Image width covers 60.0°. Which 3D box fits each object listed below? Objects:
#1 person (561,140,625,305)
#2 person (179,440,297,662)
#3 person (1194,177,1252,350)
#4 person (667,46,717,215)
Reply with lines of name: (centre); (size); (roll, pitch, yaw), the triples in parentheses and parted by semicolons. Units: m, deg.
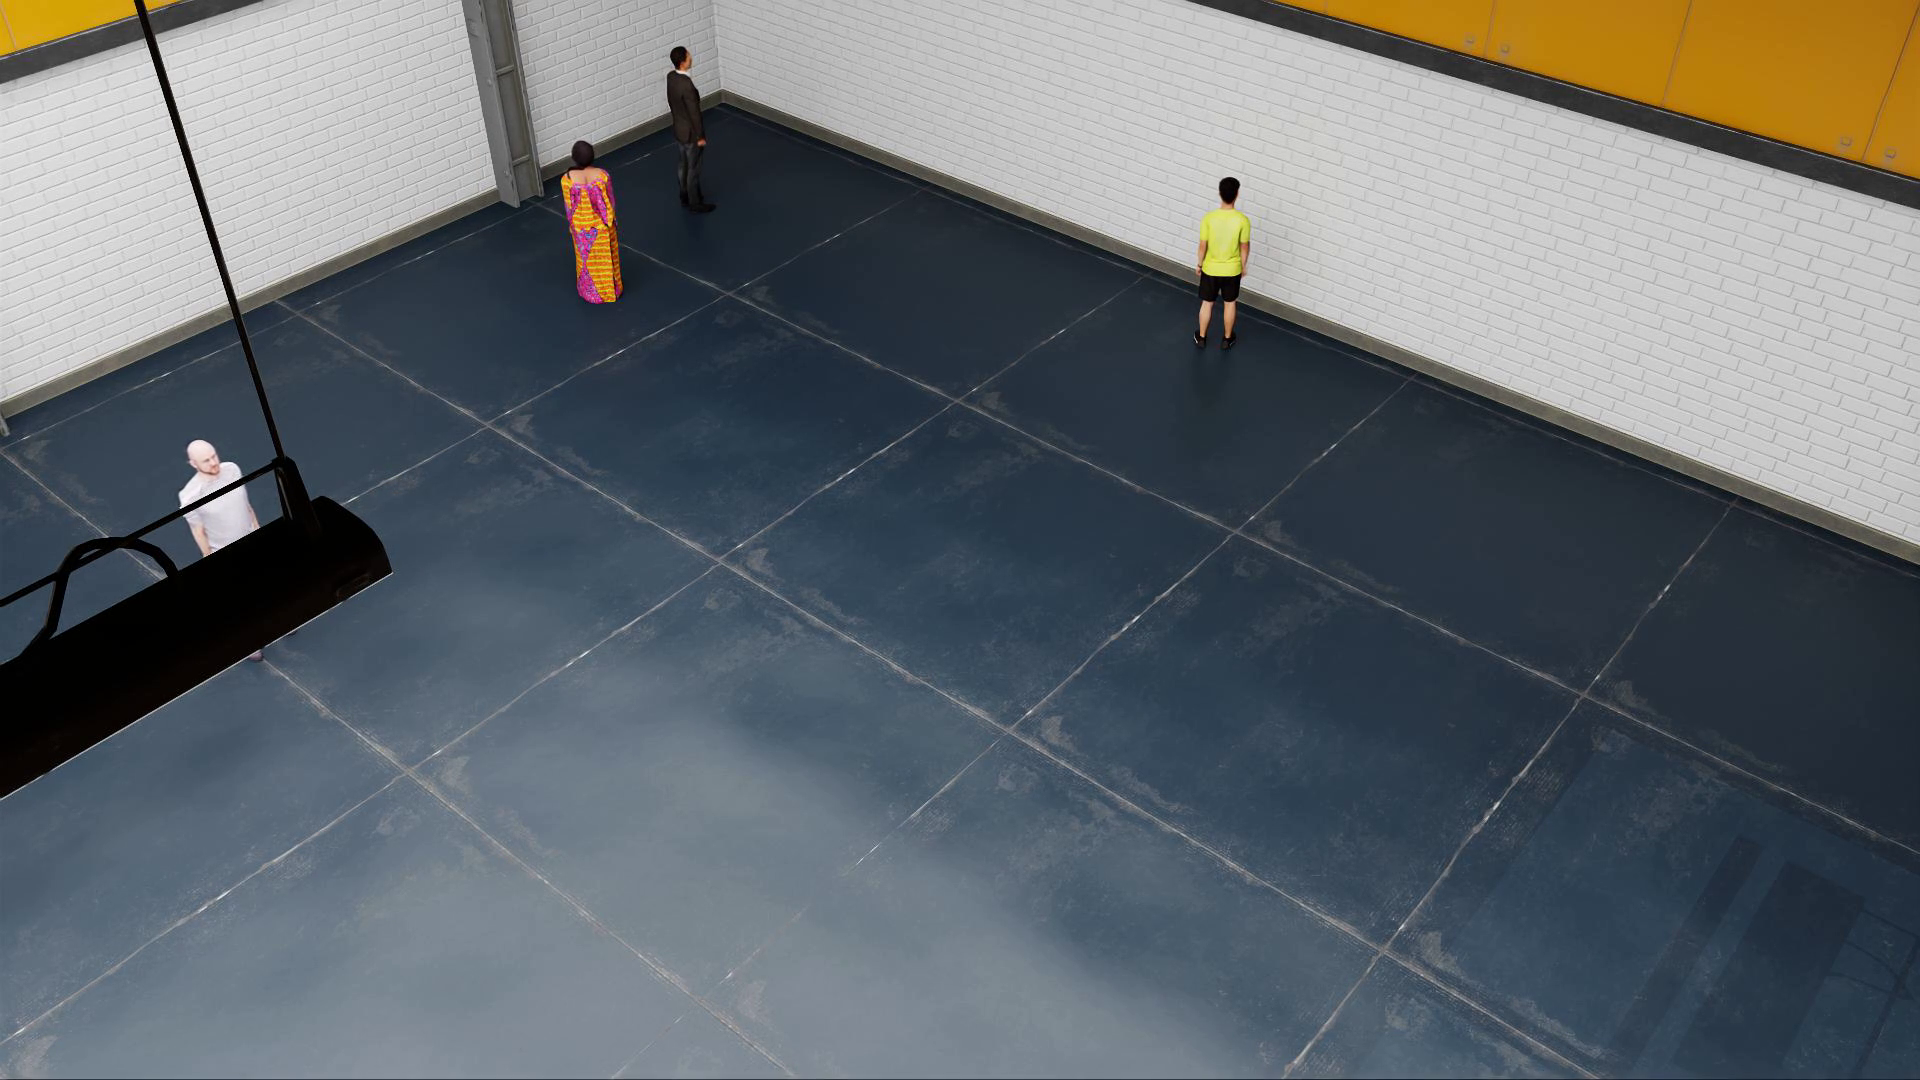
person: (-3.592, -3.125, 16.169); (0.760, 1.679, 0.839); (-10, 40, -13)
person: (-5.293, 0.032, 12.095); (0.762, 1.830, 0.574); (18, 42, 22)
person: (2.436, -2.556, 15.433); (0.703, 1.707, 0.703); (6, 39, 8)
person: (-2.886, -4.349, 17.602); (0.631, 1.804, 0.736); (-24, 44, -27)
